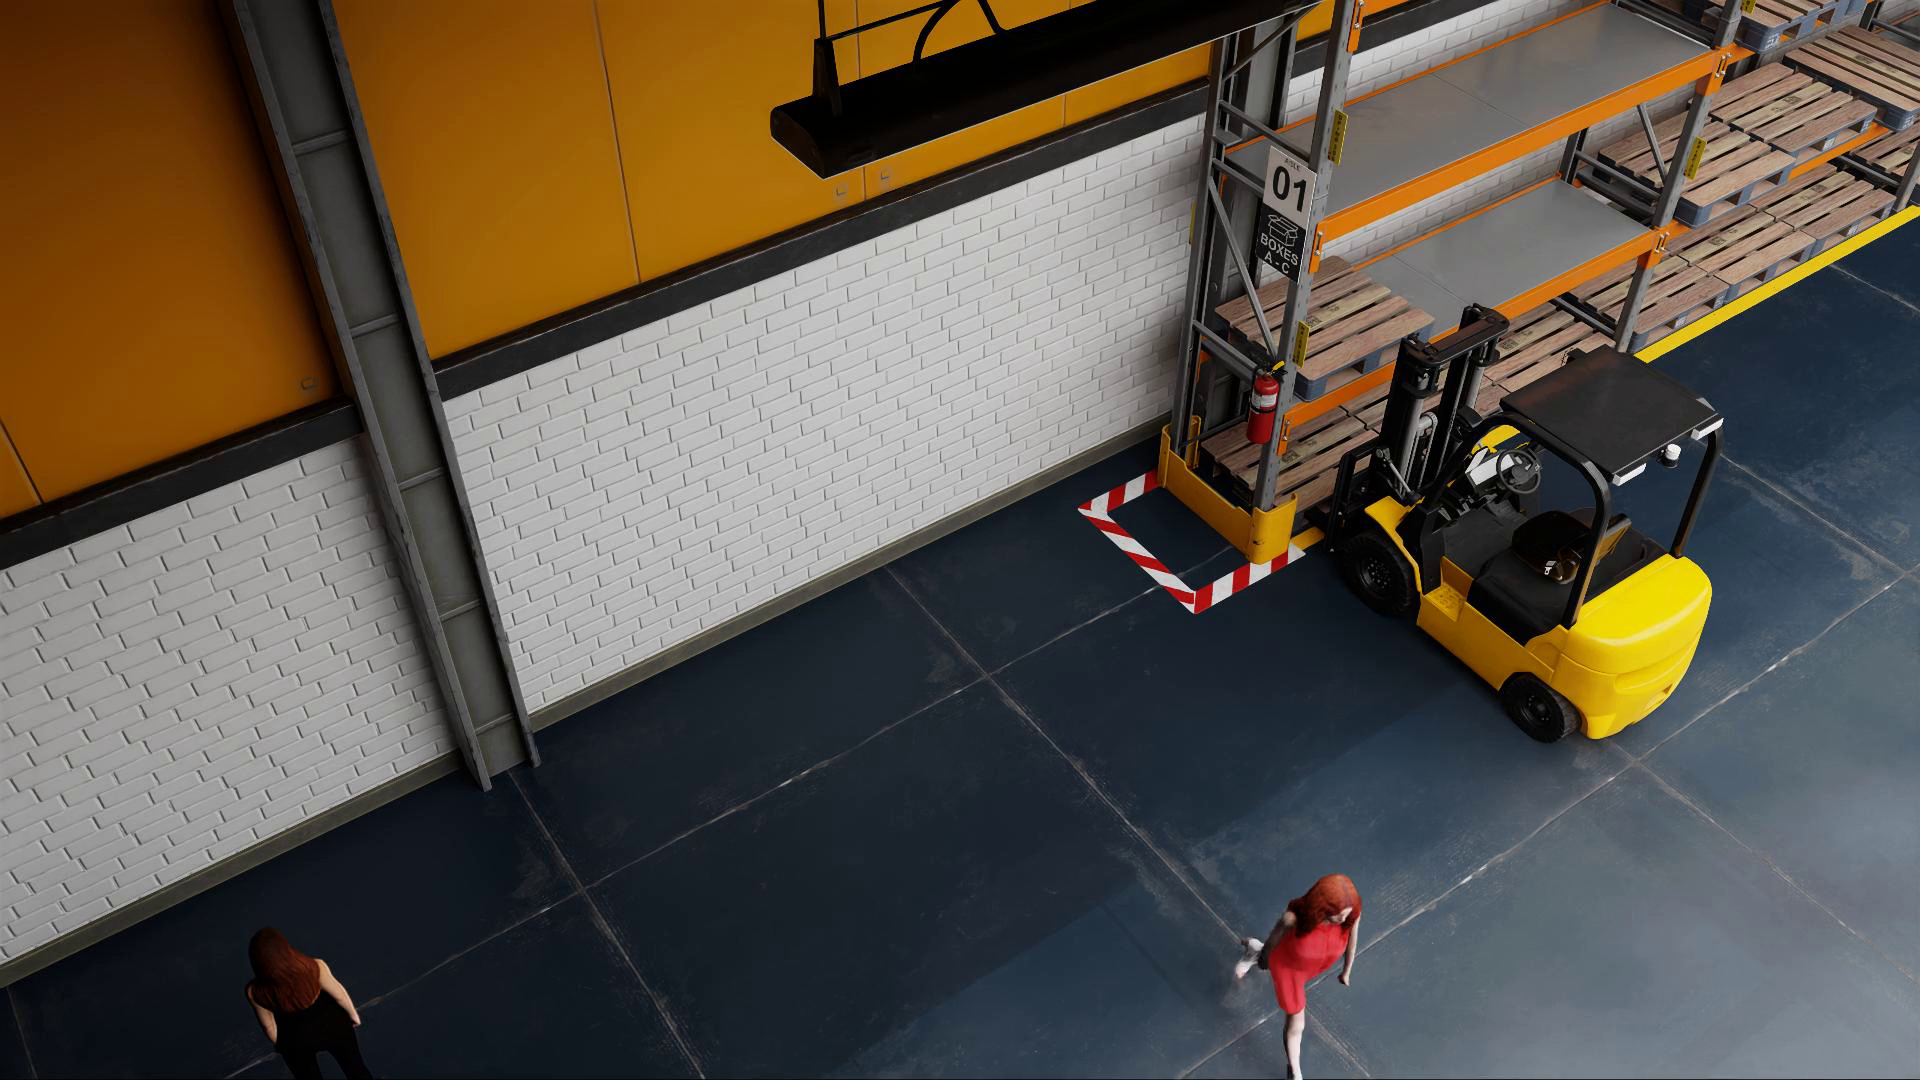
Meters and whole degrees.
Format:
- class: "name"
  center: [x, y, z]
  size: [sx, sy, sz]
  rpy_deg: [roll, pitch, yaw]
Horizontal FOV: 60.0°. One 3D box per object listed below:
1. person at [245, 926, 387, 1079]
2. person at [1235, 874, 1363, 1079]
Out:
- class: "person"
  center: [-3.259, 2.483, 8.364]
  size: [0.505, 1.726, 0.673]
  rpy_deg: [-17, 46, -17]
- class: "person"
  center: [1.725, 2.143, 8.693]
  size: [1.220, 1.763, 0.968]
  rpy_deg: [-9, 44, -10]
